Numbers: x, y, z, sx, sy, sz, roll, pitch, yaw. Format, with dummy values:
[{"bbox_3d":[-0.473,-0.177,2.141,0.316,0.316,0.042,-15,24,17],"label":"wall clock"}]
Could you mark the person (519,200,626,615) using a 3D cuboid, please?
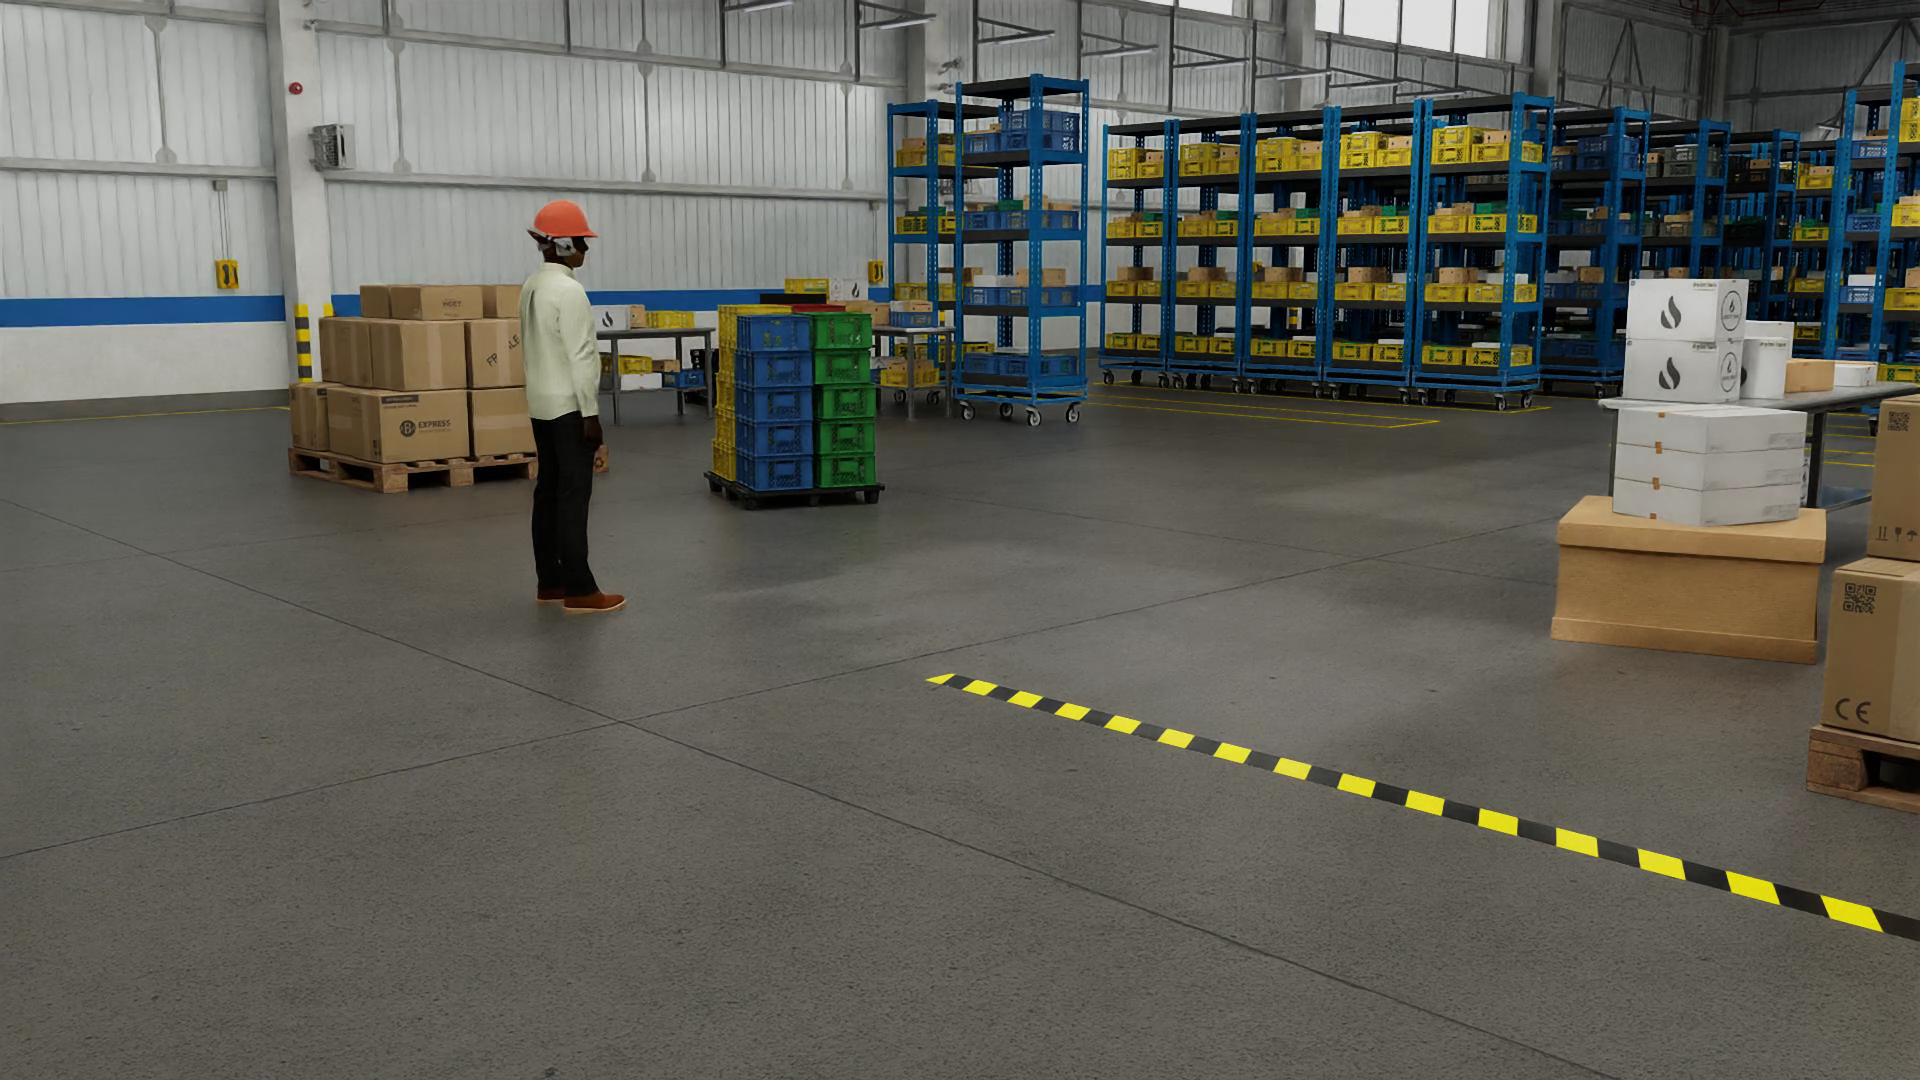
[{"bbox_3d":[-1.916,-0.635,8.090,0.376,1.995,0.612,-8,12,-38],"label":"person"}]
